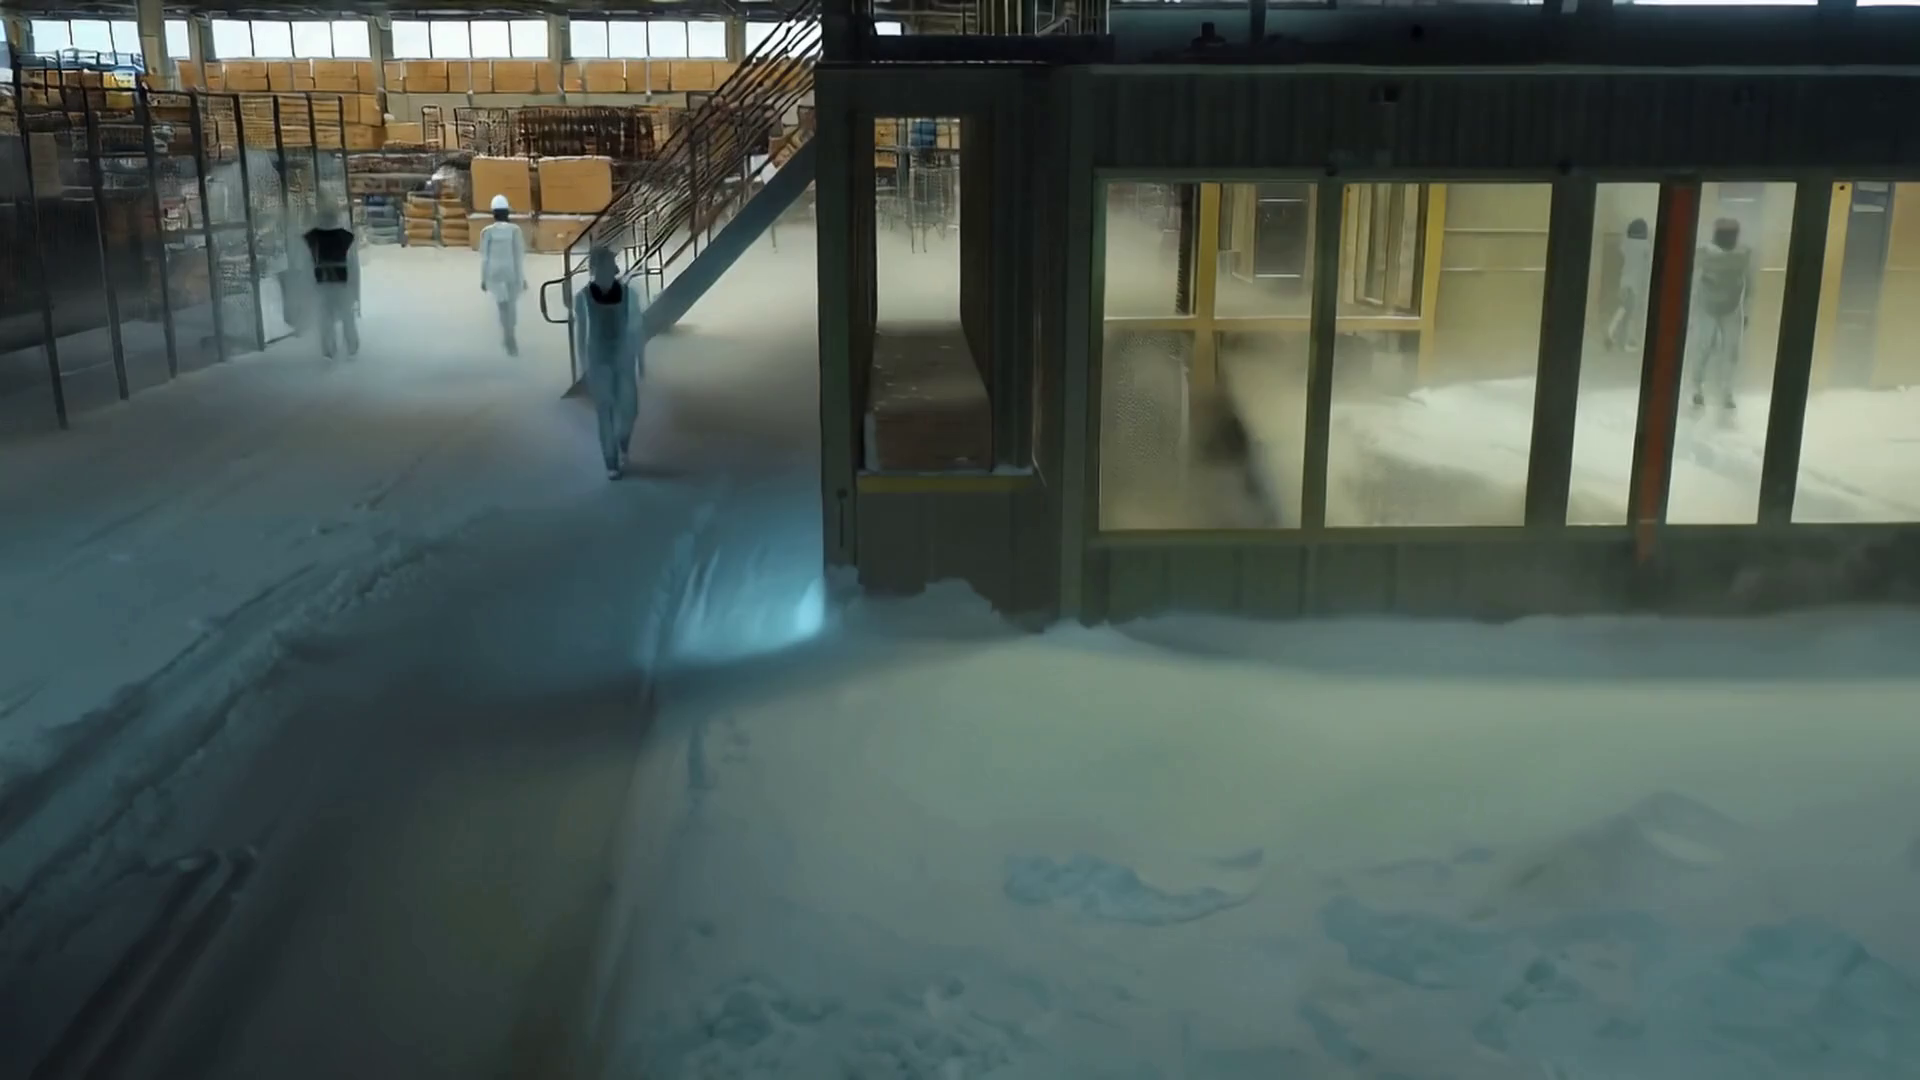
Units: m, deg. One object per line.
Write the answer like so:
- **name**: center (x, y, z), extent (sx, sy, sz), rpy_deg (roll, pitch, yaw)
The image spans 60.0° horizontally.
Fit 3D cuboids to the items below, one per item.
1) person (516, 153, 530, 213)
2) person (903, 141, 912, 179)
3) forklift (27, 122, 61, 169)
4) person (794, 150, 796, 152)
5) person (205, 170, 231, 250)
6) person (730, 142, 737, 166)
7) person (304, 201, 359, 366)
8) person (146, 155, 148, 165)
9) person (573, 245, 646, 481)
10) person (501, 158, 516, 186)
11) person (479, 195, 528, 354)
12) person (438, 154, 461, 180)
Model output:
- **person**: center (-11.996, -9.662, 45.853), extent (0.348, 1.942, 0.548), rpy_deg (2, 14, 7)
- **person**: center (-2.532, -19.287, 84.278), extent (0.745, 1.964, 0.641), rpy_deg (4, 15, 15)
- **forklift**: center (-35.376, -14.773, 64.377), extent (1.129, 2.768, 1.873), rpy_deg (-1, 14, -2)
- **person**: center (-7.324, -16.692, 73.787), extent (0.618, 2.028, 0.639), rpy_deg (2, 14, 8)
- **person**: center (-16.330, -7.233, 36.490), extent (0.593, 1.777, 0.951), rpy_deg (0, 14, -1)
- **person**: center (-11.615, -19.547, 85.556), extent (0.374, 1.843, 0.568), rpy_deg (2, 14, 8)
- **person**: center (-7.233, -2.964, 19.231), extent (0.591, 1.878, 0.992), rpy_deg (-3, 14, -12)
- **person**: center (-40.632, -19.041, 83.424), extent (0.615, 1.892, 0.994), rpy_deg (0, 14, -2)
- **person**: center (-2.736, -1.389, 13.011), extent (0.532, 1.830, 0.466), rpy_deg (-4, 15, -16)
- **person**: center (-15.167, -12.033, 56.027), extent (0.527, 1.595, 0.804), rpy_deg (6, 15, 23)
- **person**: center (-5.520, -3.218, 20.197), extent (0.553, 1.906, 0.933), rpy_deg (-7, 16, -25)
- **person**: center (-13.253, -8.988, 43.106), extent (0.596, 1.975, 0.616), rpy_deg (11, 18, 36)
